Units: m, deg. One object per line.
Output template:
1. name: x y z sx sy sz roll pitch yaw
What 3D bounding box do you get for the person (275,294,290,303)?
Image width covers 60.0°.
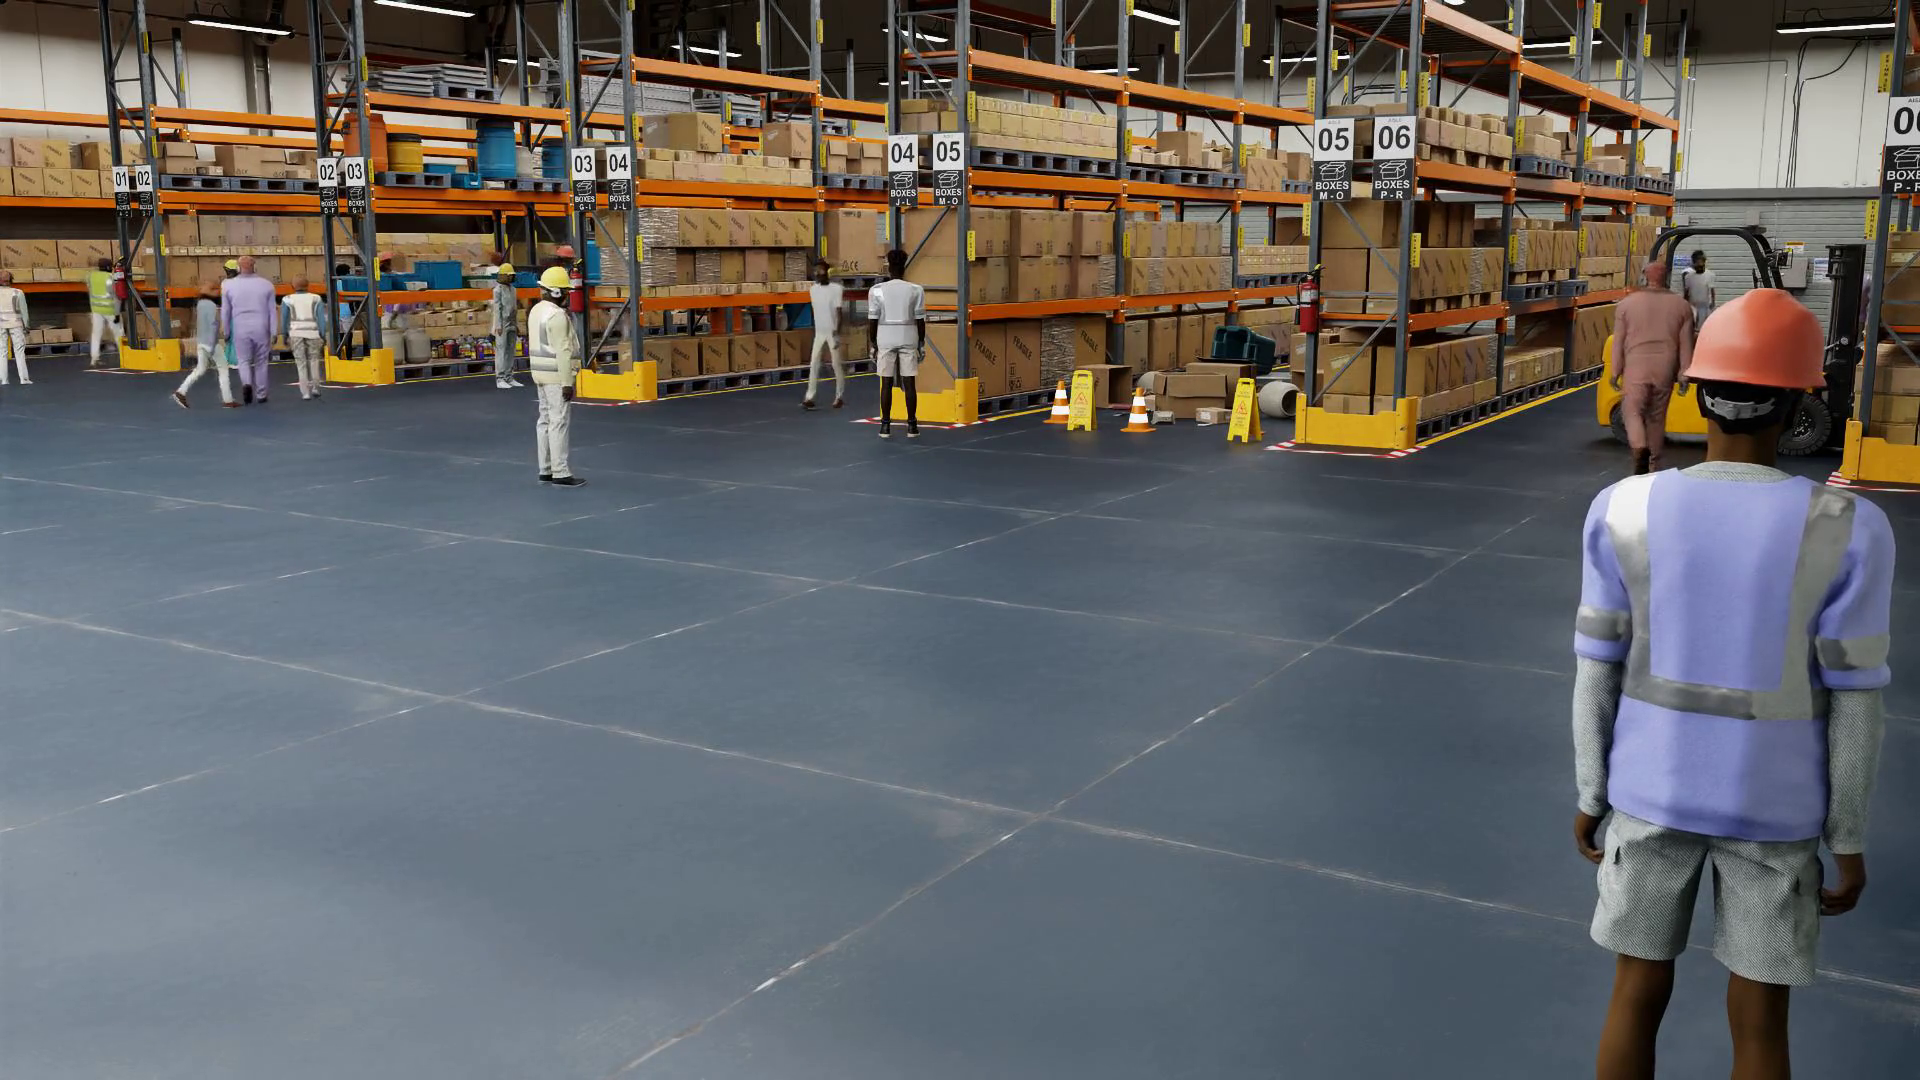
1. person: -12.364 -4.291 30.274 0.517 1.843 0.325 6 12 30

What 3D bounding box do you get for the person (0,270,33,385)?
1. person: -13.562 -3.020 23.729 0.522 1.640 0.306 -3 10 -14

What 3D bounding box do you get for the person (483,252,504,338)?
1. person: -8.632 -4.502 31.422 0.611 1.850 0.869 6 12 30

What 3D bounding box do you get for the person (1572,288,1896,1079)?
1. person: 1.468 0.492 3.223 0.549 1.937 0.358 6 12 32

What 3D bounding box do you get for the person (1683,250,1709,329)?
1. person: 13.316 -4.286 30.095 0.615 1.896 0.459 -5 11 -28

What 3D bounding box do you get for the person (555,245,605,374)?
1. person: -5.928 -3.406 24.916 1.072 1.995 0.621 -7 12 -34

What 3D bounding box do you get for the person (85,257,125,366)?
1. person: -14.120 -3.773 27.541 0.623 1.796 0.957 1 10 5

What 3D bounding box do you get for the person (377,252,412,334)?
1. person: -9.167 -3.690 26.830 0.568 1.866 0.960 5 11 24

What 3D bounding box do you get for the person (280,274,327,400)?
1. person: -8.556 -2.644 21.664 0.546 1.609 0.700 -5 11 -26

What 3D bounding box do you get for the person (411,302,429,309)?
1. person: -11.233 -5.023 34.597 0.533 1.767 0.324 6 12 31

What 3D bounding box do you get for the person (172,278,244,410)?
1. person: -9.217 -2.386 20.277 0.494 1.602 0.756 8 13 38

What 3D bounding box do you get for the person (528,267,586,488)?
1. person: -3.355 -1.348 13.832 0.404 1.827 0.601 -7 12 -35

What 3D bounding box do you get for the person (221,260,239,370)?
1. person: -11.682 -3.622 26.776 0.518 1.756 0.342 8 13 38

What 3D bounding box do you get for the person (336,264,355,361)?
1. person: -9.987 -3.629 26.991 0.531 1.692 0.320 7 12 36

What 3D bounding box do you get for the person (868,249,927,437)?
1. person: -0.653 -2.047 17.364 0.608 1.965 0.365 -1 10 -3

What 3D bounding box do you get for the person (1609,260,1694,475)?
1. person: 5.891 -1.431 14.150 0.662 1.883 0.730 1 10 6

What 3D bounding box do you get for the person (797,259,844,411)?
1. person: -1.641 -2.472 20.127 0.542 1.824 0.926 5 11 25

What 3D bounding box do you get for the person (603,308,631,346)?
1. person: -6.381 -4.433 31.128 0.631 1.826 0.604 5 11 28

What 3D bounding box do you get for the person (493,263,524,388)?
1. person: -6.348 -3.008 23.371 0.313 1.744 0.487 3 11 18

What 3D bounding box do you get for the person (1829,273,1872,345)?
1. person: 12.765 -3.175 23.837 0.580 1.918 0.404 5 11 28

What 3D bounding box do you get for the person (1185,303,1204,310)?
1. person: 4.902 -5.227 35.362 0.894 1.914 0.544 7 12 34

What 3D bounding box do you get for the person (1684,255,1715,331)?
1. person: 12.897 -4.051 29.013 0.541 1.823 0.979 4 11 23

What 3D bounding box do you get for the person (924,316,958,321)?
1. person: -0.238 -3.018 22.621 0.605 2.037 0.404 4 11 19

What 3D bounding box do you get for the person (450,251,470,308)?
1. person: -10.941 -5.413 36.530 0.573 1.867 0.652 4 11 23

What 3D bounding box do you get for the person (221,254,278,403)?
1. person: -8.917 -2.640 20.912 0.656 1.886 0.691 -5 11 -25
